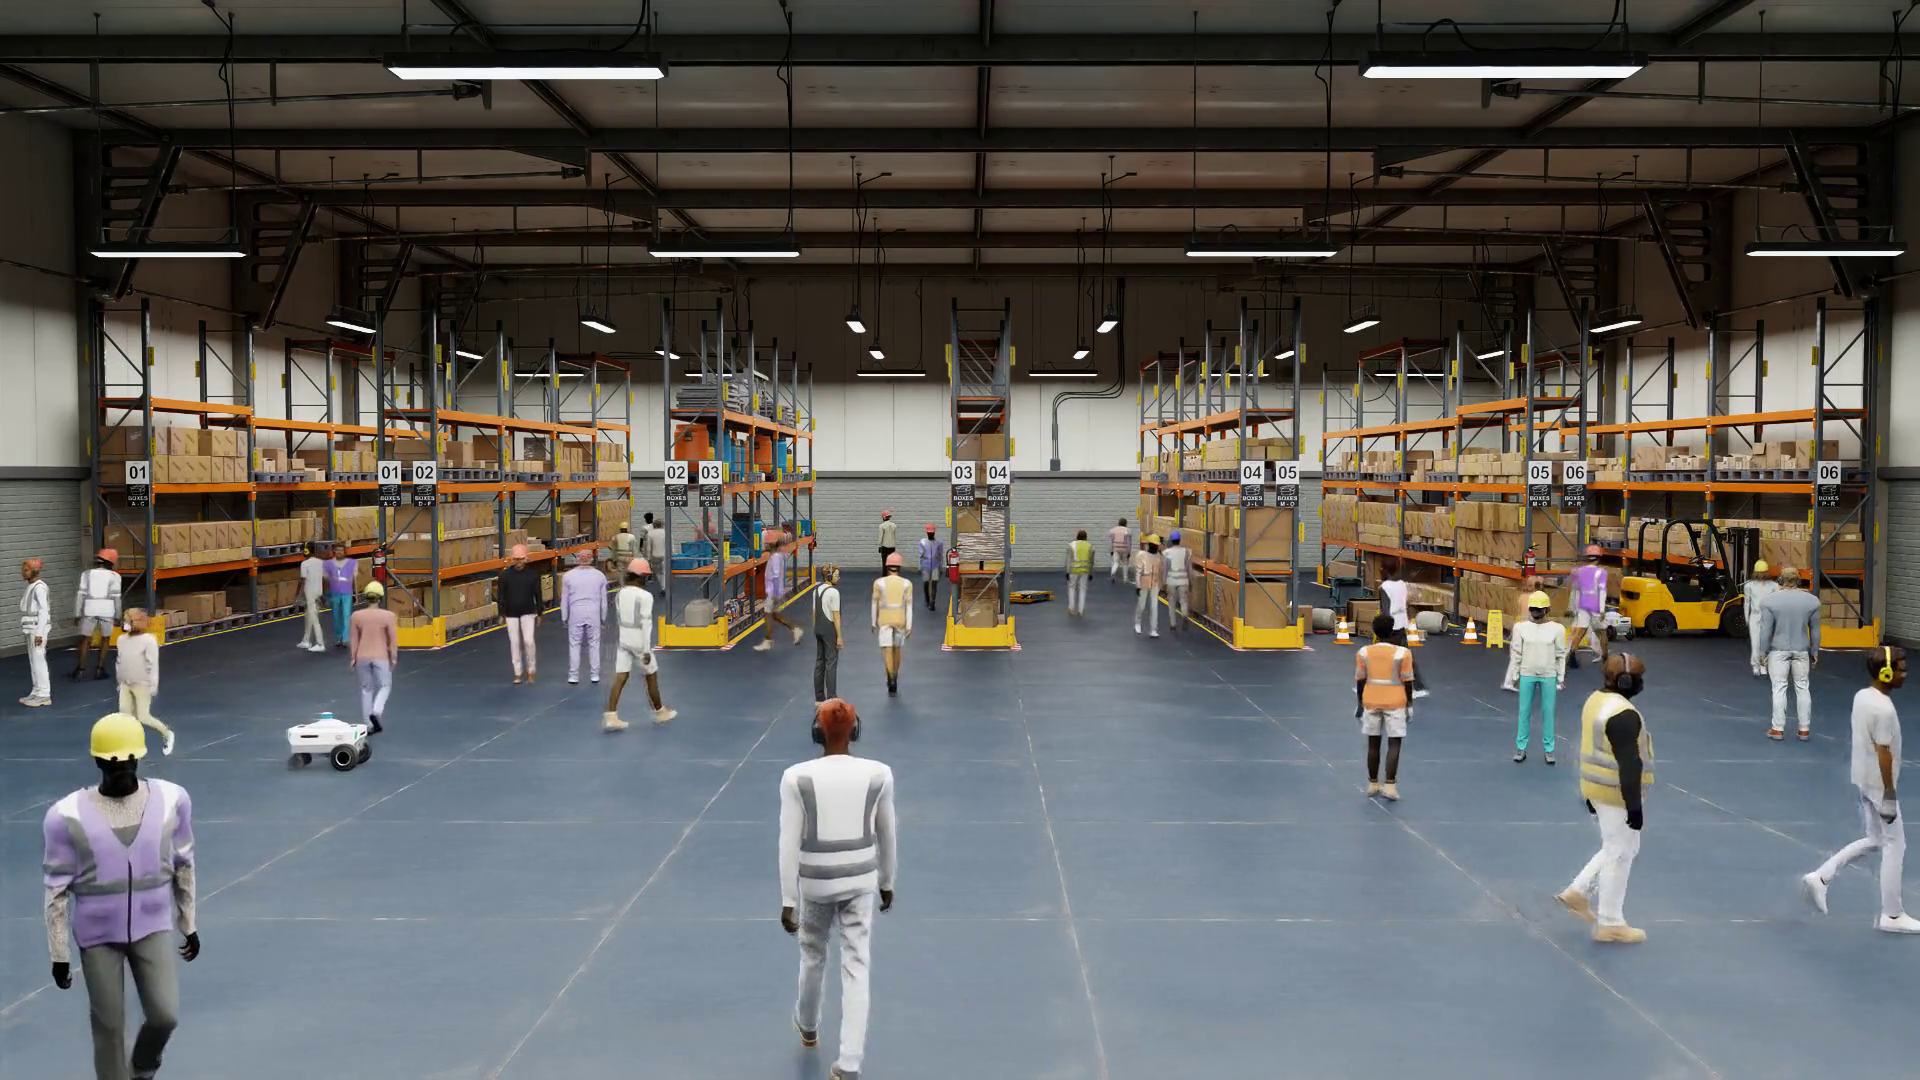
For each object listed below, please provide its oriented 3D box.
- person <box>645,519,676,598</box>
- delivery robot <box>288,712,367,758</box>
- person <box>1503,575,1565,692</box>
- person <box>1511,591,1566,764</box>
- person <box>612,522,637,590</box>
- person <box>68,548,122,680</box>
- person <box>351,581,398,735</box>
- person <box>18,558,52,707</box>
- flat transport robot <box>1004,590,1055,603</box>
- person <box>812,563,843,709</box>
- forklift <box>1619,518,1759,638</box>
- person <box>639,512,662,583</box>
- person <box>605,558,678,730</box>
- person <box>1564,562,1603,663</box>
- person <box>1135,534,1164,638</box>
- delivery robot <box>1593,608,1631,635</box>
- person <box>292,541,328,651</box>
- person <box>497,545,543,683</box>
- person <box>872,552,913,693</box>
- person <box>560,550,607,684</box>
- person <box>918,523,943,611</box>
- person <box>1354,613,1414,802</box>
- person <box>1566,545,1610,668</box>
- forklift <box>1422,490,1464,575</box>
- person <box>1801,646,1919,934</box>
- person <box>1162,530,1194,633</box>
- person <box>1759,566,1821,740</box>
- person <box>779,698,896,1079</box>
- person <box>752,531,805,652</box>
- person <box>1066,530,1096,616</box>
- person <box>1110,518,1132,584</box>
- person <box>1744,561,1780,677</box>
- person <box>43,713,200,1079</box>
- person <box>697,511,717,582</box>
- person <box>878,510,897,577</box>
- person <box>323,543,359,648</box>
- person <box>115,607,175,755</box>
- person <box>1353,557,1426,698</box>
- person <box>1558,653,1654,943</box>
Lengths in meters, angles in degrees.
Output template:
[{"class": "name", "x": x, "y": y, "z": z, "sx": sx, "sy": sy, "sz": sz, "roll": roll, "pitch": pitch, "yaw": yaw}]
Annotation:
[{"class": "person", "x": -7.220, "y": 0.448, "z": 39.037, "sx": 0.748, "sy": 1.890, "sz": 0.827, "roll": -1, "pitch": 2, "yaw": -16}, {"class": "delivery robot", "x": -6.376, "y": 1.982, "z": 16.274, "sx": 0.707, "sy": 0.478, "sz": 0.477, "roll": 0, "pitch": 2, "yaw": -3}, {"class": "person", "x": 7.746, "y": 1.272, "z": 21.877, "sx": 0.862, "sy": 1.594, "sz": 0.523, "roll": -1, "pitch": 2, "yaw": -13}, {"class": "person", "x": 5.933, "y": 1.401, "z": 16.563, "sx": 0.528, "sy": 1.765, "sz": 0.328, "roll": 1, "pitch": 2, "yaw": 22}, {"class": "person", "x": -8.236, "y": 0.456, "z": 39.800, "sx": 0.627, "sy": 1.800, "sz": 0.807, "roll": 0, "pitch": 2, "yaw": 0}, {"class": "person", "x": -12.496, "y": 1.070, "z": 23.367, "sx": 0.677, "sy": 1.887, "sz": 0.498, "roll": -1, "pitch": 2, "yaw": -15}, {"class": "person", "x": -6.638, "y": 1.343, "z": 18.245, "sx": 0.528, "sy": 1.754, "sz": 0.505, "roll": 0, "pitch": 2, "yaw": -4}, {"class": "person", "x": -11.875, "y": 1.178, "z": 20.716, "sx": 0.352, "sy": 1.882, "sz": 0.608, "roll": -2, "pitch": 3, "yaw": -40}, {"class": "flat transport robot", "x": 1.619, "y": 1.313, "z": 37.805, "sx": 0.652, "sy": 0.197, "sz": 1.431, "roll": 1, "pitch": 3, "yaw": 30}, {"class": "person", "x": -1.655, "y": 1.214, "z": 20.307, "sx": 0.347, "sy": 1.841, "sz": 0.505, "roll": -2, "pitch": 3, "yaw": -40}, {"class": "forklift", "x": 13.417, "y": 0.684, "z": 29.791, "sx": 2.313, "sy": 2.155, "sz": 1.214, "roll": 0, "pitch": 2, "yaw": 0}, {"class": "person", "x": -8.556, "y": 0.206, "z": 44.506, "sx": 0.647, "sy": 1.930, "sz": 0.534, "roll": -2, "pitch": 3, "yaw": -40}, {"class": "person", "x": -3.751, "y": 1.202, "z": 18.822, "sx": 0.626, "sy": 1.987, "sz": 1.036, "roll": 2, "pitch": 3, "yaw": 37}, {"class": "person", "x": 9.866, "y": 1.135, "z": 25.538, "sx": 0.859, "sy": 1.595, "sz": 0.509, "roll": 2, "pitch": 3, "yaw": 37}, {"class": "person", "x": 3.457, "y": 0.818, "z": 29.657, "sx": 0.597, "sy": 1.892, "sz": 0.830, "roll": -1, "pitch": 2, "yaw": -14}, {"class": "delivery robot", "x": 11.747, "y": 1.473, "z": 29.102, "sx": 0.477, "sy": 0.478, "sz": 0.707, "roll": -1, "pitch": 2, "yaw": -16}, {"class": "person", "x": -10.980, "y": 0.944, "z": 27.110, "sx": 0.782, "sy": 1.838, "sz": 0.536, "roll": 1, "pitch": 2, "yaw": 14}, {"class": "person", "x": -6.214, "y": 1.052, "z": 22.770, "sx": 0.602, "sy": 1.969, "sz": 0.666, "roll": 0, "pitch": 2, "yaw": -7}, {"class": "person", "x": -0.901, "y": 1.119, "z": 21.994, "sx": 0.547, "sy": 1.907, "sz": 0.906, "roll": -1, "pitch": 2, "yaw": -13}, {"class": "person", "x": -5.348, "y": 1.088, "z": 22.899, "sx": 0.656, "sy": 1.894, "sz": 0.396, "roll": -1, "pitch": 2, "yaw": -20}, {"class": "person", "x": -0.637, "y": 0.576, "z": 35.447, "sx": 0.544, "sy": 1.921, "sz": 0.586, "roll": 0, "pitch": 2, "yaw": -2}, {"class": "person", "x": 3.865, "y": 1.521, "z": 14.733, "sx": 0.545, "sy": 1.709, "sz": 0.468, "roll": 1, "pitch": 3, "yaw": 33}, {"class": "person", "x": 9.649, "y": 1.022, "z": 24.756, "sx": 0.972, "sy": 1.887, "sz": 0.563, "roll": -2, "pitch": 3, "yaw": -34}, {"class": "forklift", "x": 13.926, "y": -0.371, "z": 47.846, "sx": 1.873, "sy": 2.768, "sz": 1.129, "roll": 0, "pitch": 2, "yaw": 0}, {"class": "person", "x": 5.904, "y": 1.597, "z": 10.470, "sx": 0.671, "sy": 1.853, "sz": 0.535, "roll": 0, "pitch": 2, "yaw": 10}, {"class": "person", "x": 4.046, "y": 0.780, "z": 30.062, "sx": 0.621, "sy": 1.932, "sz": 0.552, "roll": 0, "pitch": 2, "yaw": 1}, {"class": "person", "x": 9.262, "y": 1.257, "z": 18.030, "sx": 0.634, "sy": 1.936, "sz": 0.351, "roll": 0, "pitch": 2, "yaw": 11}, {"class": "person", "x": -0.622, "y": 1.699, "z": 8.024, "sx": 0.602, "sy": 1.838, "sz": 0.958, "roll": -1, "pitch": 2, "yaw": -13}, {"class": "person", "x": -3.045, "y": 0.860, "z": 27.066, "sx": 0.786, "sy": 2.020, "sz": 0.614, "roll": 0, "pitch": 2, "yaw": -3}, {"class": "person", "x": 2.533, "y": 0.698, "z": 33.891, "sx": 0.654, "sy": 1.797, "sz": 0.565, "roll": 0, "pitch": 2, "yaw": -9}, {"class": "person", "x": 4.378, "y": 0.289, "z": 43.985, "sx": 0.638, "sy": 1.810, "sz": 0.727, "roll": 1, "pitch": 3, "yaw": 27}, {"class": "person", "x": 11.771, "y": 1.150, "z": 23.689, "sx": 0.501, "sy": 1.696, "sz": 0.891, "roll": 1, "pitch": 2, "yaw": 22}, {"class": "person", "x": -3.649, "y": 1.703, "z": 7.059, "sx": 0.618, "sy": 1.912, "sz": 0.410, "roll": -2, "pitch": 3, "yaw": -38}, {"class": "person", "x": -6.952, "y": 0.188, "z": 44.432, "sx": 0.618, "sy": 1.982, "sz": 0.434, "roll": 0, "pitch": 2, "yaw": 11}, {"class": "person", "x": -2.029, "y": 0.167, "z": 44.869, "sx": 0.615, "sy": 1.987, "sz": 0.406, "roll": -2, "pitch": 3, "yaw": -43}, {"class": "person", "x": -10.617, "y": 0.944, "z": 27.661, "sx": 0.573, "sy": 1.795, "sz": 0.932, "roll": 0, "pitch": 2, "yaw": -8}, {"class": "person", "x": -8.319, "y": 1.483, "z": 16.421, "sx": 0.504, "sy": 1.620, "sz": 0.567, "roll": 1, "pitch": 2, "yaw": 19}, {"class": "person", "x": 5.742, "y": 1.161, "z": 21.397, "sx": 0.599, "sy": 1.872, "sz": 1.016, "roll": -2, "pitch": 3, "yaw": -42}, {"class": "person", "x": 4.155, "y": 1.625, "z": 10.241, "sx": 0.448, "sy": 1.827, "sz": 0.628, "roll": 0, "pitch": 2, "yaw": 8}]
